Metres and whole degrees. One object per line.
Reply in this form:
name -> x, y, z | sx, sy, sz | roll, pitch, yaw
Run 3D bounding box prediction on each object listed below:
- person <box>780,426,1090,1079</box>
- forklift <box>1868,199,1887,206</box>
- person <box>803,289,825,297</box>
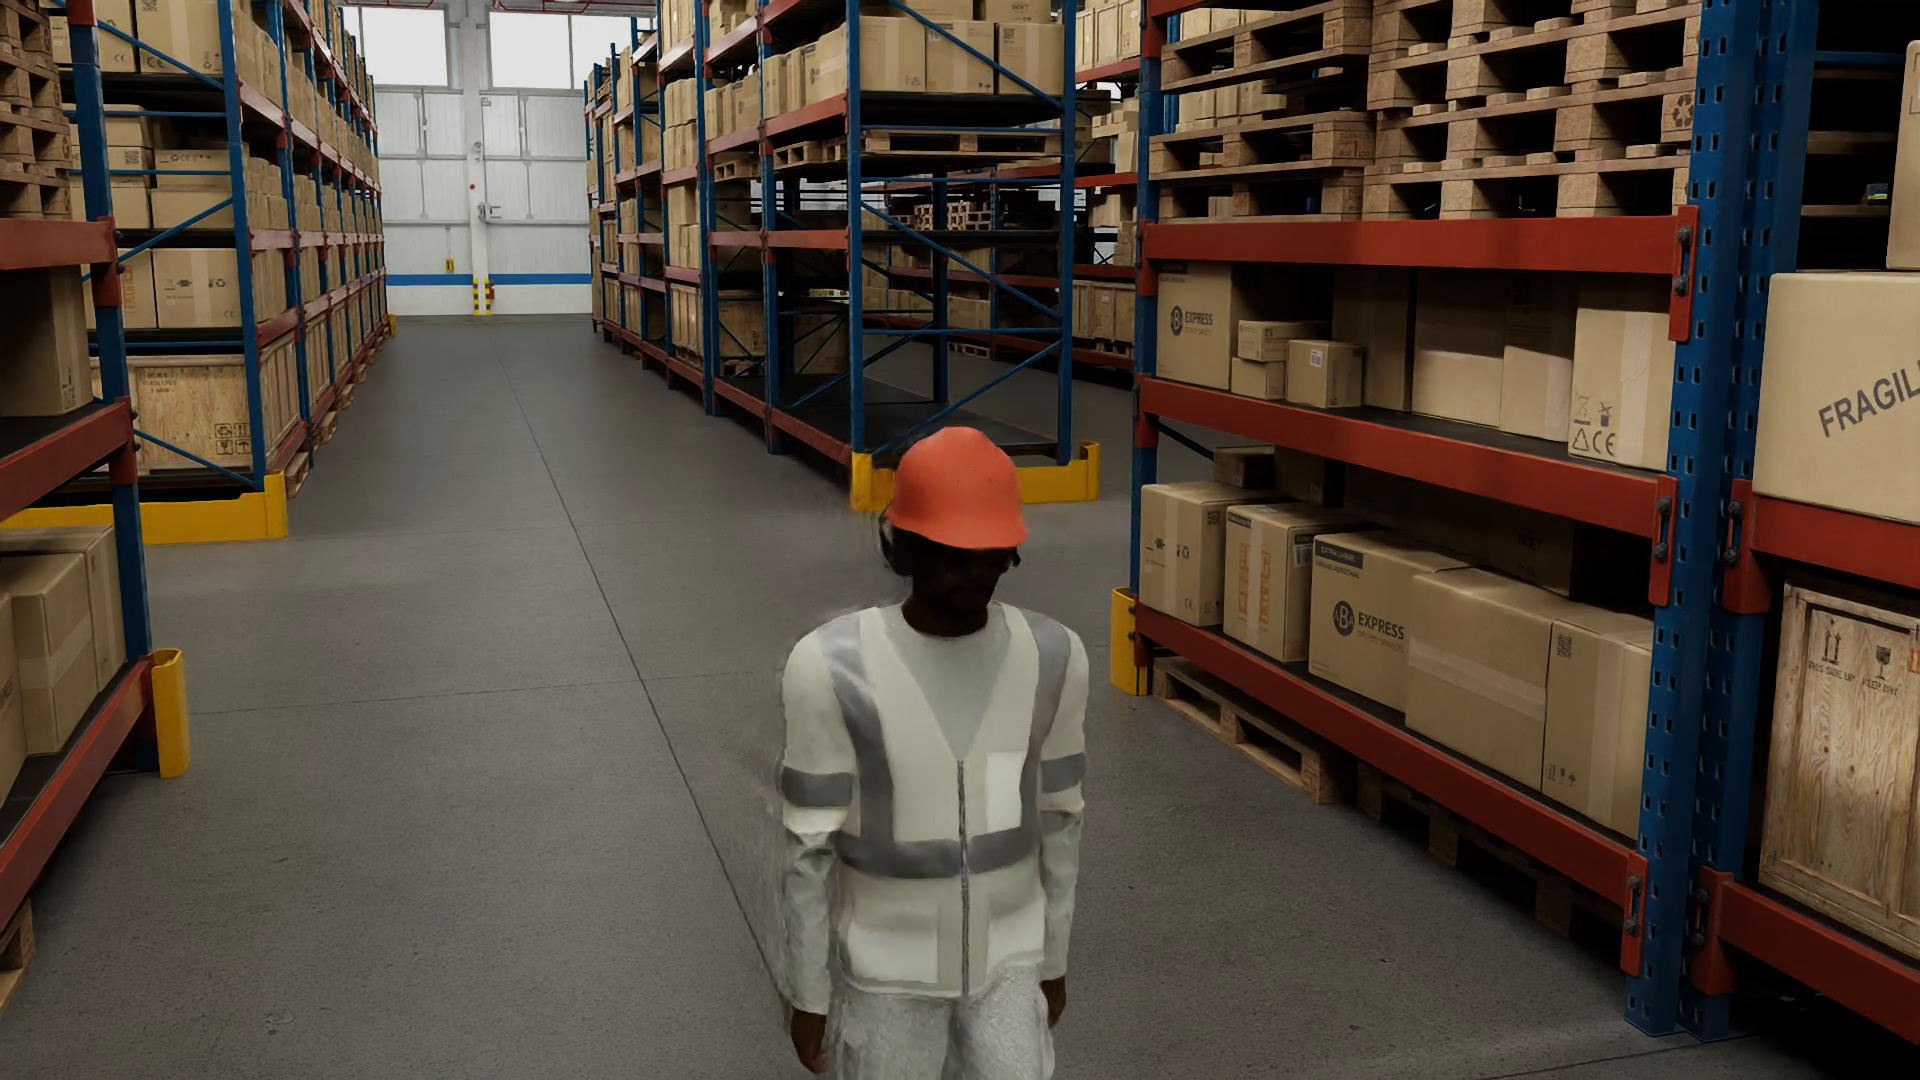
person -> -0.063, 0.761, 3.284 | 0.615, 2.017, 0.810 | -3, 11, -16
forklift -> 11.338, -2.915, 21.052 | 1.129, 2.768, 1.873 | -3, 11, -17
person -> -2.927, -4.677, 33.568 | 0.429, 1.842, 0.626 | 6, 12, 31
